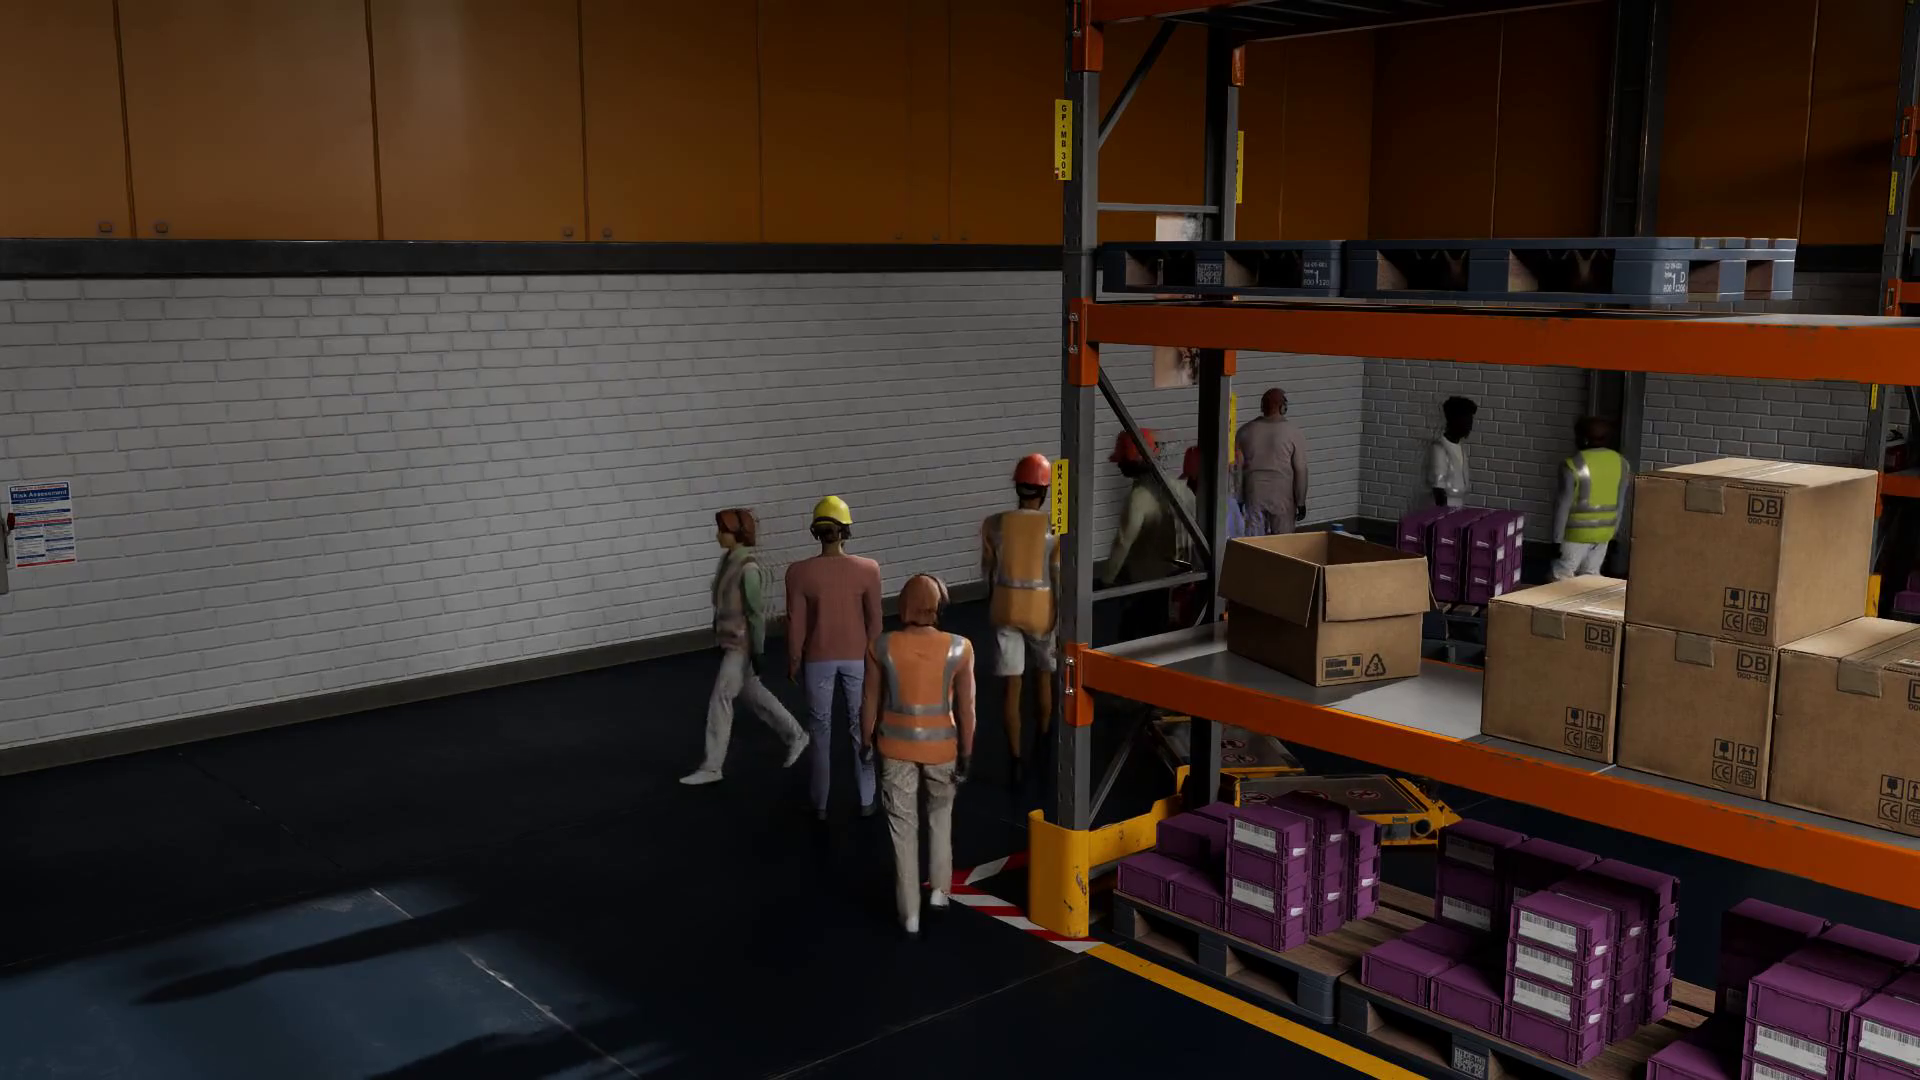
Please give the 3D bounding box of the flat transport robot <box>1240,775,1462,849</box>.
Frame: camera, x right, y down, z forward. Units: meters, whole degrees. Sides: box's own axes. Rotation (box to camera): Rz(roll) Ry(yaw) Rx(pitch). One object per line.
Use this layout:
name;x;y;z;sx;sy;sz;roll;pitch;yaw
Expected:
flat transport robot;1.895;1.427;8.701;1.431;0.197;0.652;-1;10;-5

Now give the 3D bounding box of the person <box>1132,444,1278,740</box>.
person;1.541;0.349;10.312;0.981;1.868;0.632;1;10;7

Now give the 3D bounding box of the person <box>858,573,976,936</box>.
person;-0.197;0.952;7.532;0.526;1.619;0.543;-1;10;-5

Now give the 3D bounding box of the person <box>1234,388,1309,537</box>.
person;2.699;-0.362;14.399;0.652;1.904;0.403;5;11;28

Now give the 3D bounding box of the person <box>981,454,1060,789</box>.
person;0.394;0.439;9.751;0.549;1.883;0.959;1;10;9

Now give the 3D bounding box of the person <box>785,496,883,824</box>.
person;-0.672;0.644;8.928;0.523;1.763;0.329;-2;10;-9

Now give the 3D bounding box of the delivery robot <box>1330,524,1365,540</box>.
delivery robot;3.484;0.091;15.415;0.477;0.478;0.707;6;11;33

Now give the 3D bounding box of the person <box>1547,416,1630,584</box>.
person;4.783;-0.042;12.739;0.649;1.830;0.609;-3;10;-18

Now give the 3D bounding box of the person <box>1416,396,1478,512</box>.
person;3.908;-0.169;13.176;0.817;1.933;0.627;8;13;40

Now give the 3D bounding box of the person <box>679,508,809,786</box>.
person;-1.230;0.595;9.638;0.813;1.604;0.520;-4;10;-21

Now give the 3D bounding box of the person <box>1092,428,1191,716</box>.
person;1.115;0.239;10.760;0.951;1.941;0.629;4;10;20

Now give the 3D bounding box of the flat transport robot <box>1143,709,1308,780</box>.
flat transport robot;1.526;1.257;9.692;0.652;0.197;1.431;-1;10;-5
